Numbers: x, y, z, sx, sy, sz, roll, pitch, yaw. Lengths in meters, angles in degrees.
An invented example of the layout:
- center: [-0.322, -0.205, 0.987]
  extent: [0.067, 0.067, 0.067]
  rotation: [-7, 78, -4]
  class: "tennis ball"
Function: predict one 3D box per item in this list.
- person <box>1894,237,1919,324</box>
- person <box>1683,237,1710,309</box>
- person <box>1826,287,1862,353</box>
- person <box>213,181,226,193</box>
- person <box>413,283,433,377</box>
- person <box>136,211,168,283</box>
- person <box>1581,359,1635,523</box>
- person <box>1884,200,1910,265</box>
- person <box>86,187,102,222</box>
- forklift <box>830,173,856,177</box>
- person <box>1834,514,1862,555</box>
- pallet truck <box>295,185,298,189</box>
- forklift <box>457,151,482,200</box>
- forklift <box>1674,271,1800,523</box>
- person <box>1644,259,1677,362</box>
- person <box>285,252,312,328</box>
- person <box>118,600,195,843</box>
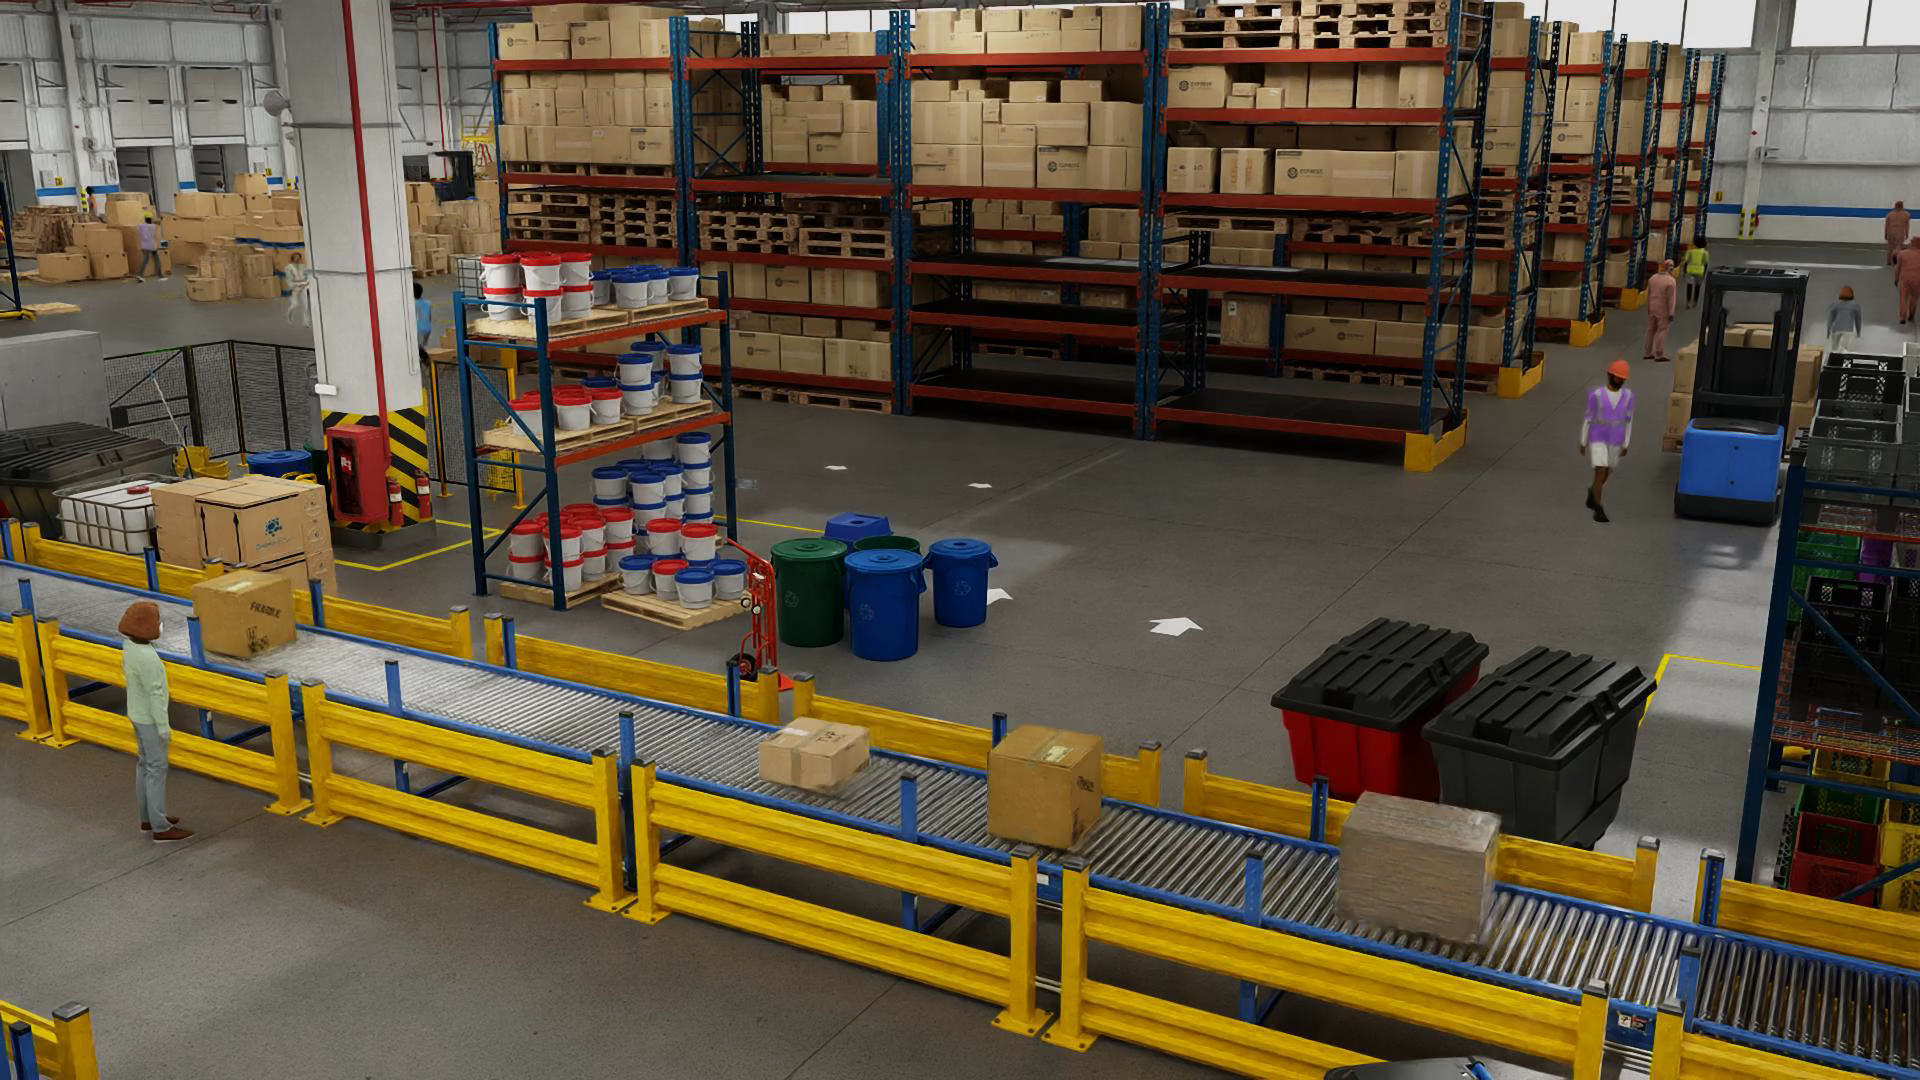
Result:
- center: [20.855, -5.701, 36.484]
  extent: [0.654, 1.855, 0.991]
  rotation: [8, 17, 27]
  class: "person"
- center: [17.224, -6.256, 38.950]
  extent: [0.529, 1.660, 0.843]
  rotation: [7, 16, 24]
  class: "person"
- center: [15.595, -3.666, 29.364]
  extent: [0.515, 1.587, 0.870]
  rotation: [11, 19, 36]
  class: "person"
- center: [-26.711, -12.024, 60.135]
  extent: [0.622, 1.932, 0.368]
  rotation: [9, 17, 31]
  class: "person"
- center: [-9.602, -3.720, 29.441]
  extent: [0.756, 1.644, 0.555]
  rotation: [6, 16, 22]
  class: "person"
- center: [-21.722, -7.836, 44.459]
  extent: [0.592, 1.893, 0.934]
  rotation: [5, 16, 18]
  class: "person"
- center: [7.577, -1.208, 19.536]
  extent: [0.542, 1.901, 0.888]
  rotation: [1, 15, 2]
  class: "person"
- center: [27.564, -9.036, 48.961]
  extent: [0.669, 1.891, 0.442]
  rotation: [10, 18, 32]
  class: "person"
- center: [-31.863, -12.104, 60.957]
  extent: [0.885, 1.642, 0.547]
  rotation: [-14, 20, -42]
  class: "person"
- center: [-3.910, -11.342, 55.737]
  extent: [1.129, 2.768, 1.873]
  rotation: [8, 17, 28]
  class: "forklift"
- center: [7.212, 0.500, 13.511]
  extent: [0.598, 1.679, 0.545]
  rotation: [6, 16, 22]
  class: "person"
- center: [-26.804, -14.617, 69.738]
  extent: [1.885, 1.965, 0.823]
  rotation: [-14, 20, -42]
  class: "pallet truck"
- center: [-19.017, -13.621, 64.305]
  extent: [1.873, 2.768, 1.129]
  rotation: [1, 15, 2]
  class: "forklift"
- center: [9.269, -1.763, 19.726]
  extent: [1.129, 2.768, 1.873]
  rotation: [8, 17, 27]
  class: "forklift"
- center: [13.143, -4.294, 31.128]
  extent: [0.399, 1.900, 0.643]
  rotation: [-6, 16, -21]
  class: "person"
- center: [-14.265, -5.382, 35.744]
  extent: [0.601, 1.616, 0.517]
  rotation: [13, 19, 39]
  class: "person"
- center: [-5.346, 1.191, 11.013]
  extent: [0.276, 1.631, 0.507]
  rotation: [-13, 20, -40]
  class: "person"
